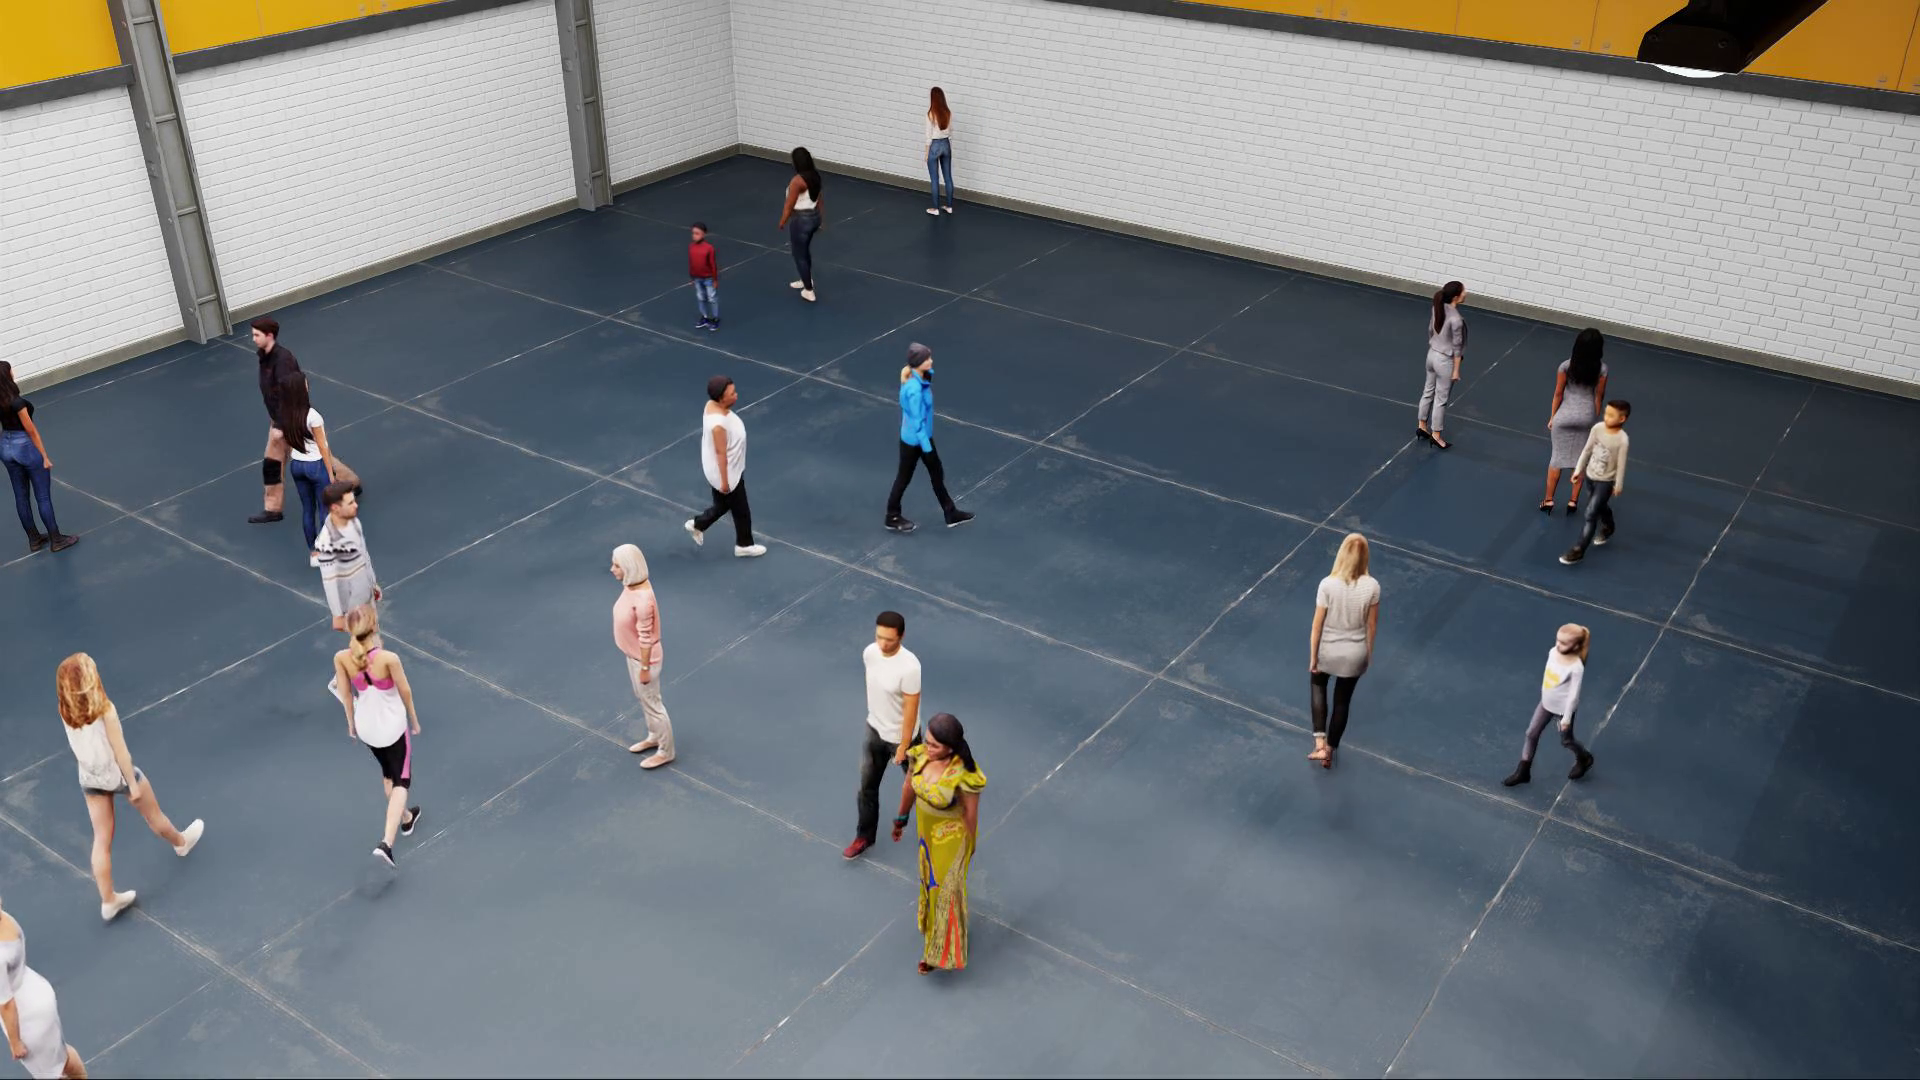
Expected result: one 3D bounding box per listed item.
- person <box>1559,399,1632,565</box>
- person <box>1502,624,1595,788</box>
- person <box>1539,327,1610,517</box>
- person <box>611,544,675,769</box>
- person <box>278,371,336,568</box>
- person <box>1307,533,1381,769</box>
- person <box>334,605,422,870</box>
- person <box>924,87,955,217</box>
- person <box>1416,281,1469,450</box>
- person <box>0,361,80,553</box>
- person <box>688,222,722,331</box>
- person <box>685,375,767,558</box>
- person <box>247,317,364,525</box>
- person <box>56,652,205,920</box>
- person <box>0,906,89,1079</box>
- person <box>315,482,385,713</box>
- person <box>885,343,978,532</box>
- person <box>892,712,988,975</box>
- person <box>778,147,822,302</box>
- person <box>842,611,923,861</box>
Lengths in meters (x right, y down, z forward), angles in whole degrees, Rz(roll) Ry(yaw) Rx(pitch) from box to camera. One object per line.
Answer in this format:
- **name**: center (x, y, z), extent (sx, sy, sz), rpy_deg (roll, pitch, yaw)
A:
- **person**: center (5.508, -0.534, 14.146), extent (1.064, 1.440, 0.848), rpy_deg (-13, 31, -23)
- **person**: center (4.122, 1.122, 11.295), extent (0.971, 1.262, 0.806), rpy_deg (-11, 31, -20)
- **person**: center (5.438, -1.039, 14.715), extent (0.656, 1.781, 0.649), rpy_deg (5, 29, 9)
- **person**: center (-2.180, 0.775, 11.450), extent (0.684, 1.724, 0.669), rpy_deg (-12, 31, -20)
- **person**: center (-5.417, -0.569, 13.861), extent (0.613, 1.774, 0.558), rpy_deg (12, 31, 21)
- **person**: center (2.600, 0.817, 11.276), extent (0.757, 1.816, 0.819), rpy_deg (2, 29, 4)
- **person**: center (-3.679, 1.262, 10.510), extent (0.921, 1.769, 1.118), rpy_deg (3, 29, 6)
- **person**: center (-0.278, -5.277, 22.540), extent (0.589, 1.728, 0.708), rpy_deg (-14, 32, -24)
- **person**: center (4.642, -1.698, 16.031), extent (0.763, 1.678, 0.727), rpy_deg (-10, 30, -17)
- **person**: center (-7.981, -0.710, 14.156), extent (0.630, 1.740, 0.642), rpy_deg (6, 29, 10)
- **person**: center (-2.895, -3.012, 18.888), extent (0.550, 1.249, 0.560), rpy_deg (10, 30, 17)
- **person**: center (-2.030, -0.611, 14.046), extent (1.033, 1.670, 0.956), rpy_deg (-6, 29, -12)
- **person**: center (-5.790, -1.061, 14.653), extent (0.799, 1.880, 1.290), rpy_deg (25, 37, 37)
- **person**: center (-5.217, 1.528, 10.069), extent (0.893, 1.723, 1.162), rpy_deg (6, 29, 12)
- **person**: center (-4.734, 2.398, 8.456), extent (0.714, 1.741, 0.675), rpy_deg (-11, 30, -19)
- **person**: center (-4.456, 0.412, 11.989), extent (0.917, 1.844, 0.844), rpy_deg (0, 29, 0)
- **person**: center (-0.470, -0.854, 14.393), extent (0.992, 1.765, 1.081), rpy_deg (4, 29, 7)
- **person**: center (-0.053, 1.687, 9.861), extent (0.857, 1.644, 0.898), rpy_deg (24, 36, 36)
- **person**: center (-1.804, -3.682, 19.569), extent (0.755, 1.773, 0.731), rpy_deg (19, 34, 31)
- **person**: center (-0.342, 1.193, 10.644), extent (0.636, 1.761, 1.075), rpy_deg (21, 35, 33)
